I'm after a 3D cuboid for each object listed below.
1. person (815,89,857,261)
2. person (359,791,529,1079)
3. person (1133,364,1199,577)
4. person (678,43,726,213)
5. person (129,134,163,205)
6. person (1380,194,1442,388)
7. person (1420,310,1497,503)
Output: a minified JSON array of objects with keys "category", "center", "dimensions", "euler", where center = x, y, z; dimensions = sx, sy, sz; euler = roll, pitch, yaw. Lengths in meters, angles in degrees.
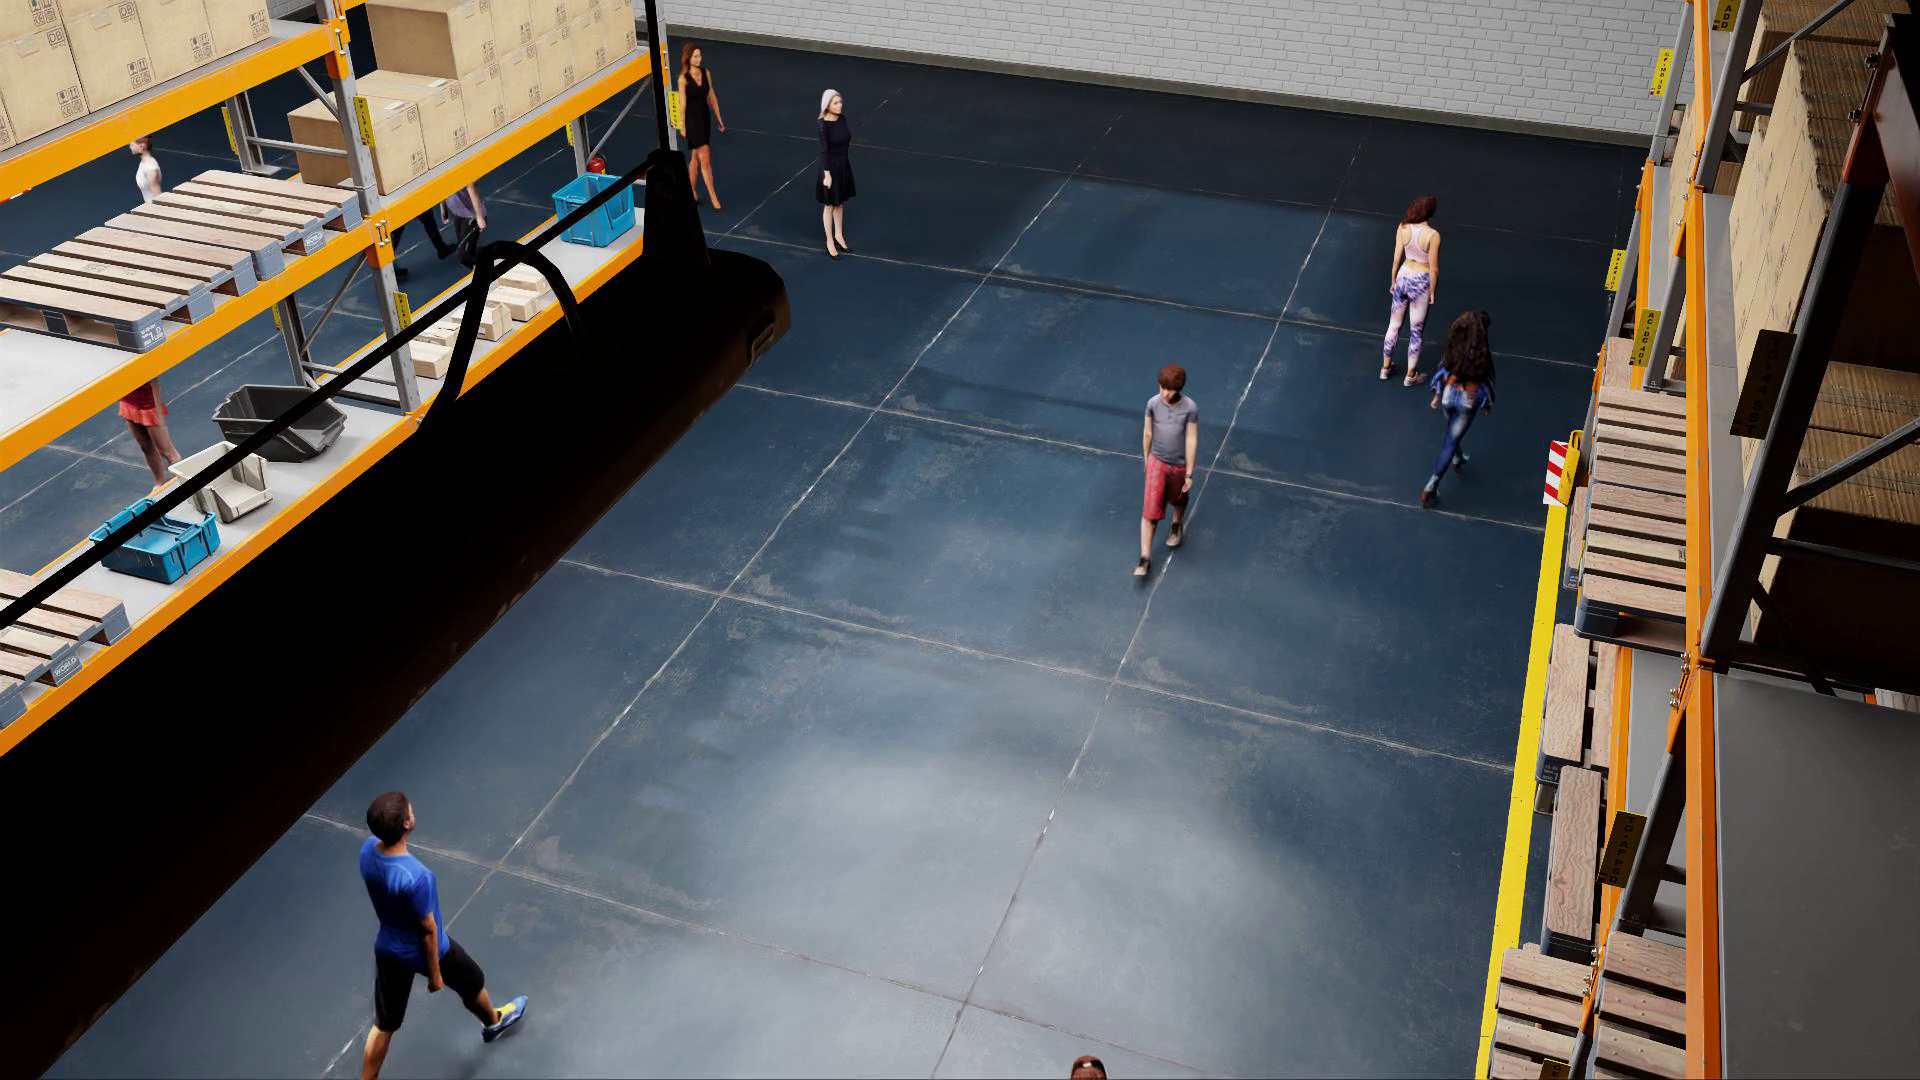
[{"category":"person","center":[-1.272,-3.747,16.994],"dimensions":[0.705,1.747,0.571],"euler":[20,38,27]},{"category":"person","center":[-2.766,2.078,8.170],"dimensions":[0.807,1.815,1.320],"euler":[20,38,27]},{"category":"person","center":[1.593,-0.587,12.371],"dimensions":[0.597,1.602,1.113],"euler":[10,35,15]},{"category":"person","center":[-2.902,-4.495,18.060],"dimensions":[0.851,1.813,0.906],"euler":[25,41,32]},{"category":"person","center":[-7.643,-3.098,15.976],"dimensions":[0.692,1.792,0.645],"euler":[-17,37,-23]},{"category":"person","center":[3.996,-2.218,14.677],"dimensions":[0.661,1.767,0.640],"euler":[26,41,33]},{"category":"person","center":[3.884,-1.022,13.053],"dimensions":[0.917,1.572,1.146],"euler":[28,43,35]}]
